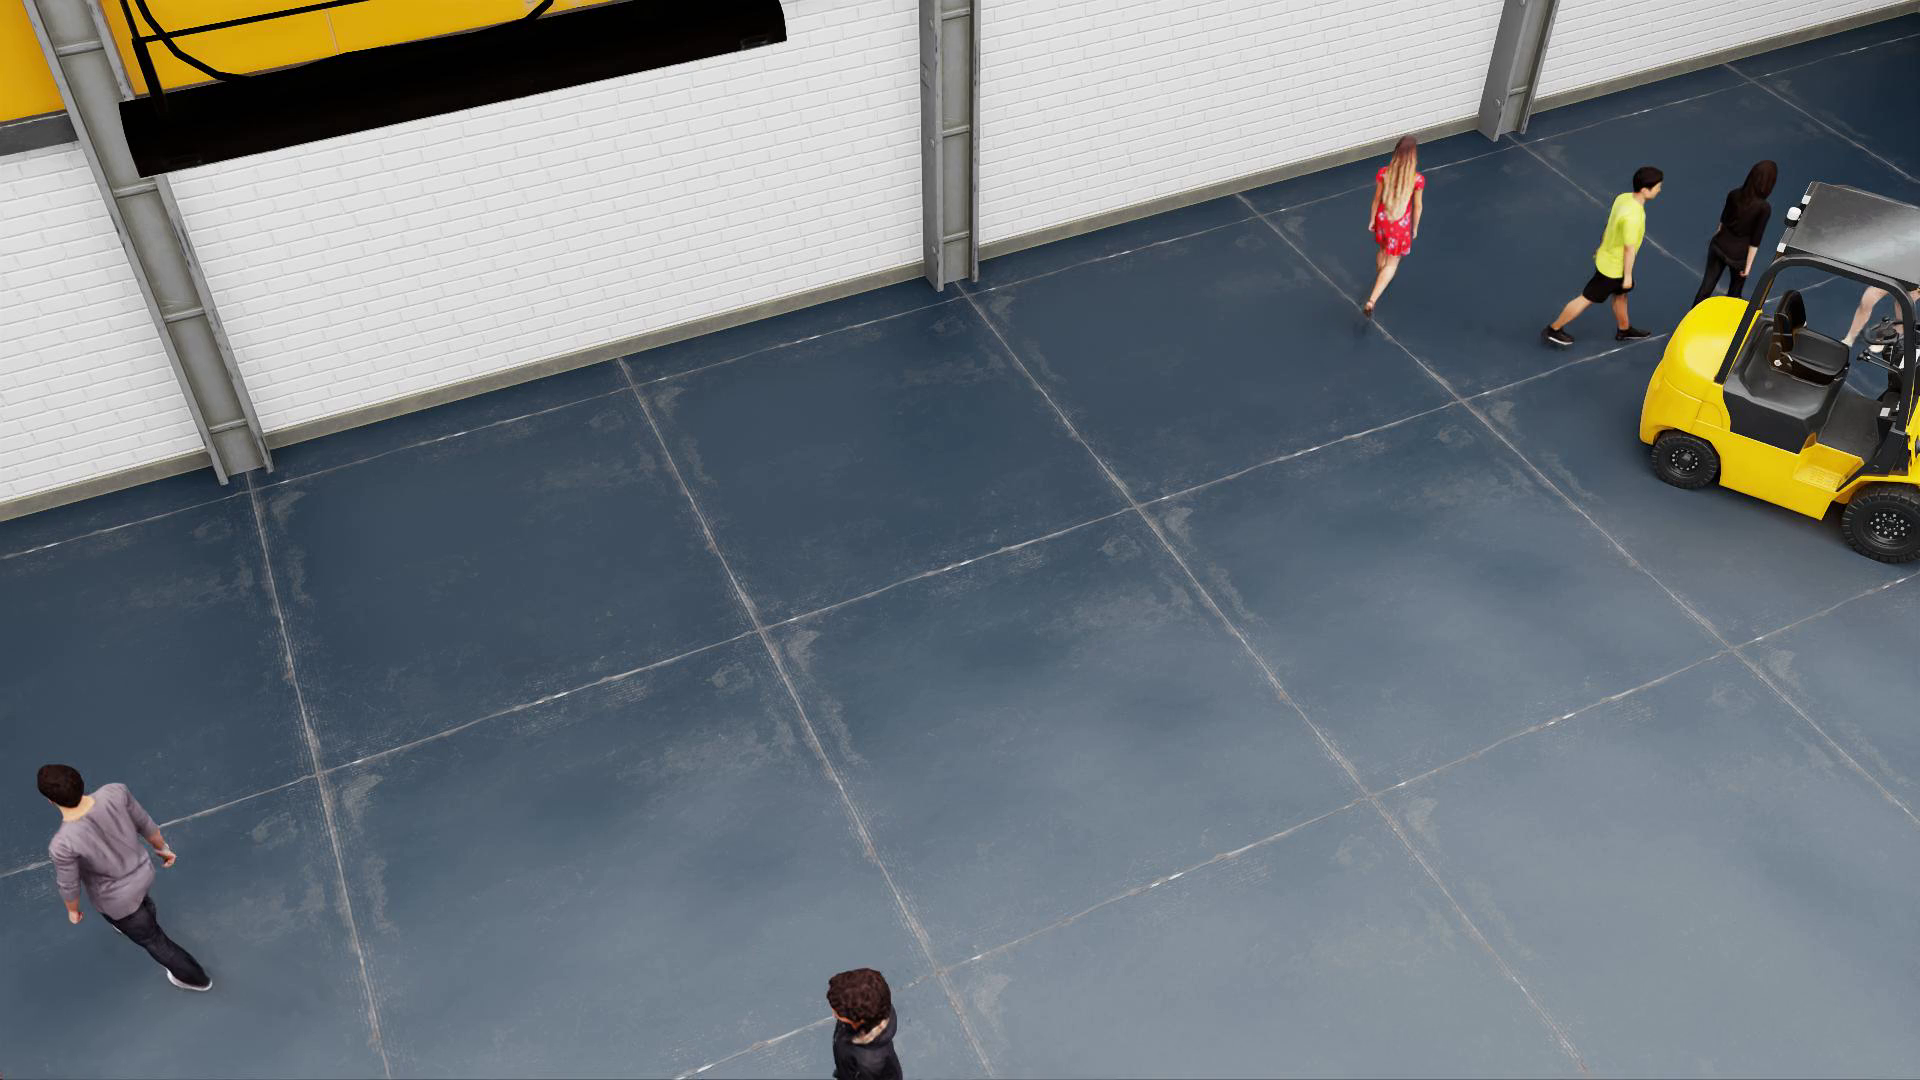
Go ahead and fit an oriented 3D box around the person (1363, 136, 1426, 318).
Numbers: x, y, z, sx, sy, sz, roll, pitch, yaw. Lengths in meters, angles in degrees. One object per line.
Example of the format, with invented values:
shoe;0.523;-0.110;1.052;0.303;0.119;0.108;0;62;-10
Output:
person;3.573;-2.577;13.795;0.917;1.570;1.085;22;48;22

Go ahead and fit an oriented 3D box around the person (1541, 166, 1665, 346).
person;5.170;-2.232;13.367;1.190;1.661;1.042;8;44;8

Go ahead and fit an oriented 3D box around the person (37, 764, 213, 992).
person;-4.430;1.865;8.947;1.128;1.825;1.068;14;45;14

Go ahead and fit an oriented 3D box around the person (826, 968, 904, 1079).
person;-0.366;2.632;8.188;0.878;1.761;0.742;-8;44;-8

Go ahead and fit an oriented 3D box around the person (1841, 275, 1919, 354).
person;7.666;-2.150;13.309;0.810;1.622;0.606;-13;45;-14

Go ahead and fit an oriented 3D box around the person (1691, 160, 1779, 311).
person;6.183;-2.294;13.459;0.937;1.622;0.715;-30;51;-28
